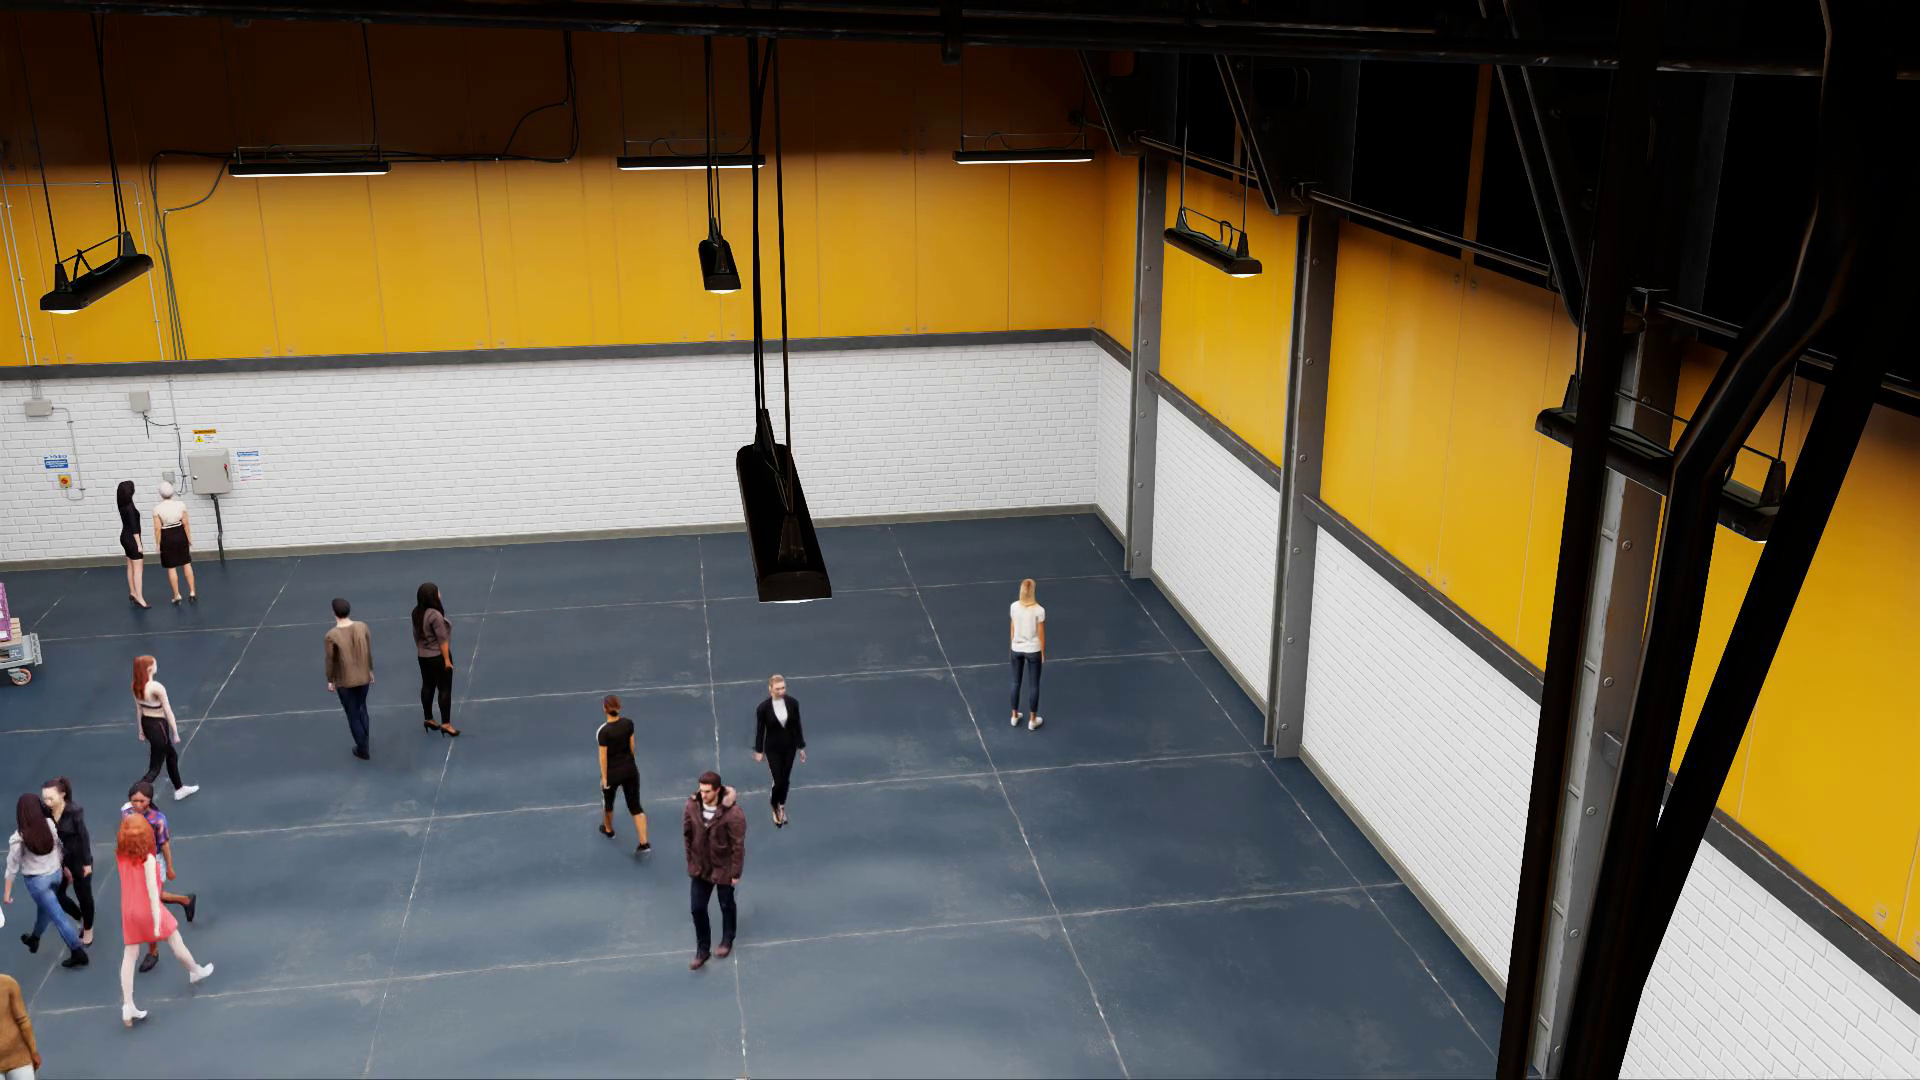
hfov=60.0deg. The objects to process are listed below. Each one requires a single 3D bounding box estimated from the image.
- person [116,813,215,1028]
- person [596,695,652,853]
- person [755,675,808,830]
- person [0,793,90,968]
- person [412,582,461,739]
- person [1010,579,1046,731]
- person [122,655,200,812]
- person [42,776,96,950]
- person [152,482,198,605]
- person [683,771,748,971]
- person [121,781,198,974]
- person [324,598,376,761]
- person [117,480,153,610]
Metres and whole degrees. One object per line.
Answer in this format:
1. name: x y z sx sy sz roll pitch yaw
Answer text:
1. person: -6.810 3.170 13.724 0.913 1.777 1.165 6 19 17
2. person: -3.314 2.335 16.434 0.924 1.630 1.184 -13 23 -34
3. person: -1.874 2.118 16.982 0.726 1.690 0.739 -11 22 -30
4. person: -7.907 3.008 14.518 1.095 1.576 1.113 5 19 15
5. person: -6.010 1.362 18.992 0.749 1.841 0.805 12 22 31
6. person: 0.763 1.305 19.211 0.659 1.809 0.680 7 20 21
7. person: -8.370 2.050 17.158 1.052 1.707 1.214 9 21 25
8. person: -7.888 2.838 14.823 0.659 1.704 0.654 -2 19 -6
9. person: -10.884 0.043 23.037 0.743 1.758 0.756 -16 24 -39
10. person: -2.117 2.830 14.655 0.951 1.827 1.002 6 19 17
11. person: -7.086 2.884 14.674 0.875 1.712 1.159 5 19 15
12. person: -6.670 1.554 18.368 0.880 1.876 0.824 16 24 39
13. person: -11.421 0.057 22.930 0.614 1.801 0.710 18 25 42
